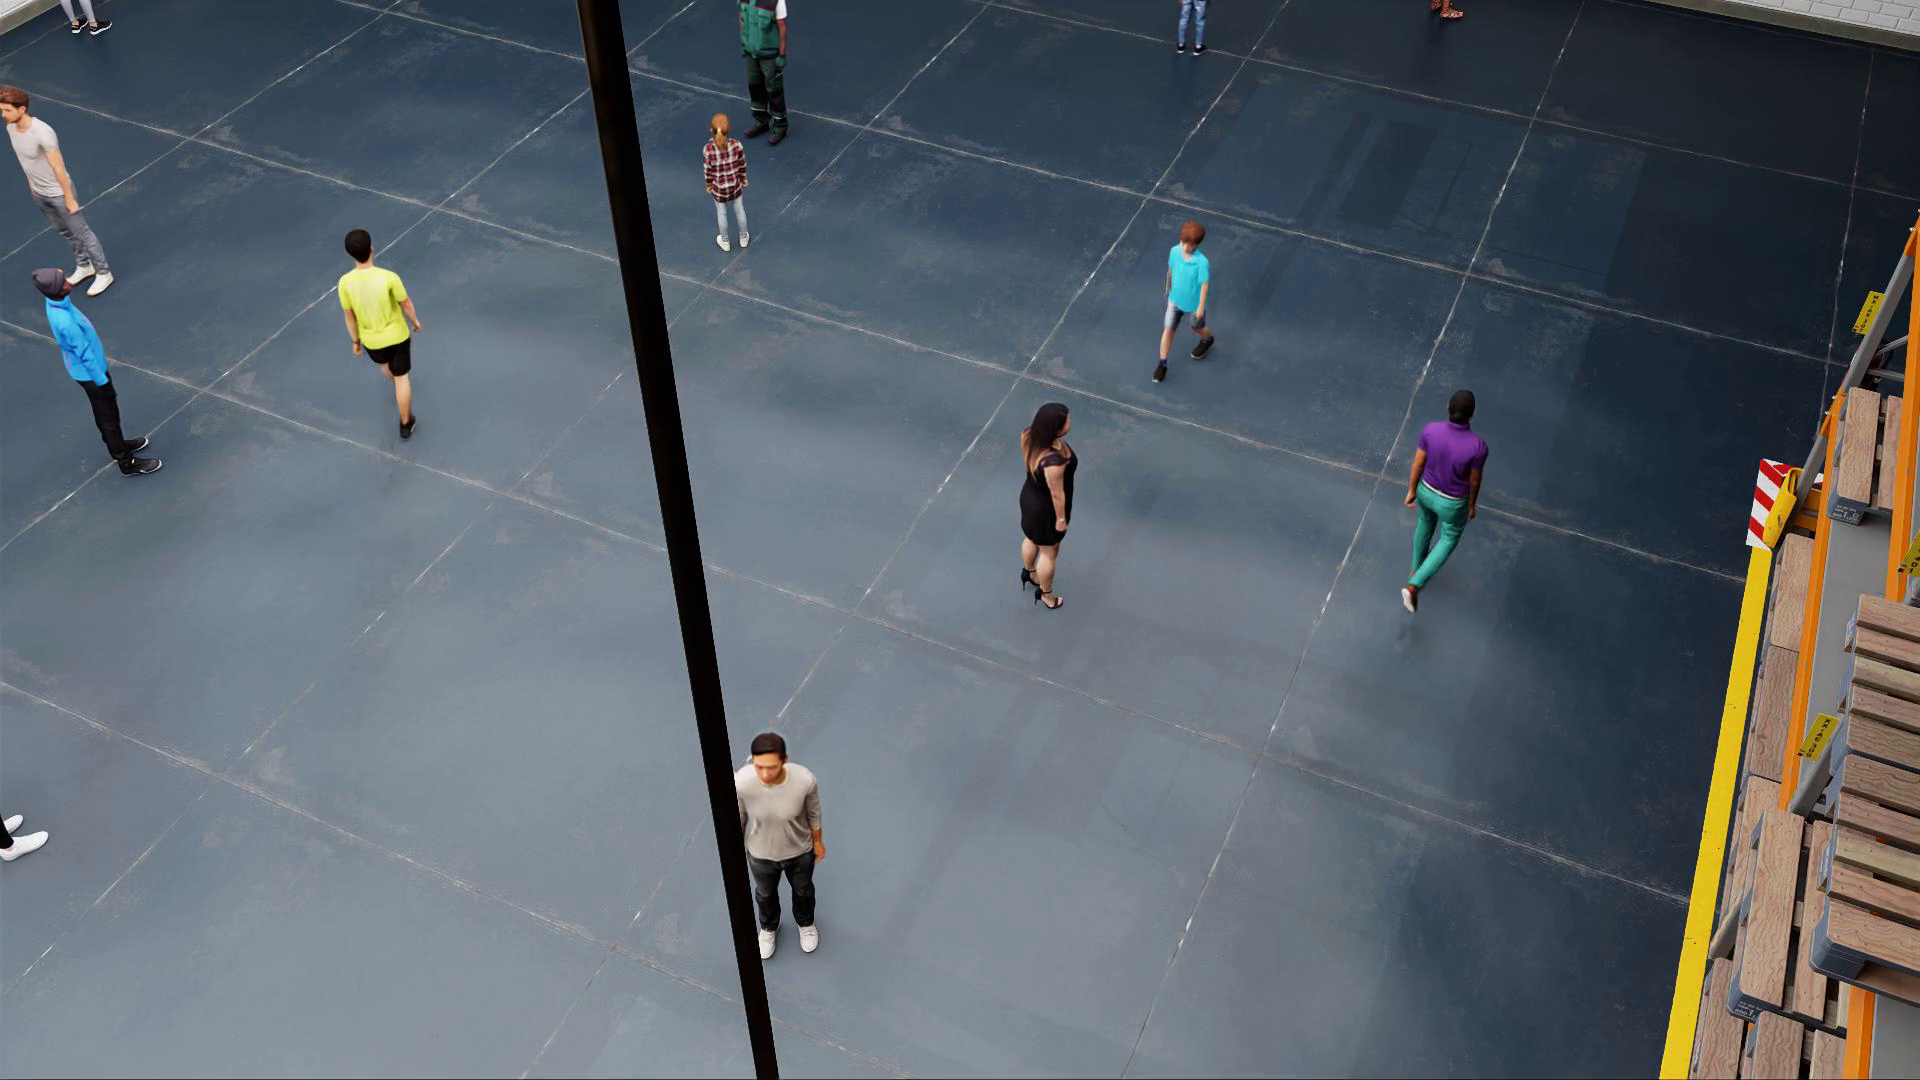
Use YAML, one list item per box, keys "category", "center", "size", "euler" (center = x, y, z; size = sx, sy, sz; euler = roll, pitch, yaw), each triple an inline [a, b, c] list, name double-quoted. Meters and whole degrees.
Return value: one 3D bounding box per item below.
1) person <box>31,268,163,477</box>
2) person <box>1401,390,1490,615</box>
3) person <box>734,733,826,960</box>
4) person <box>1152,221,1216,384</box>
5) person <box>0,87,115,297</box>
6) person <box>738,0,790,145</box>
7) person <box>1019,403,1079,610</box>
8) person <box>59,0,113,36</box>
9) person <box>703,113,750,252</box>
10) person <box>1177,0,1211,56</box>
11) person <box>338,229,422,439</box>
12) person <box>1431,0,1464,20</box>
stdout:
- category: "person"
  center: [-6.426, -1.243, 12.257]
  size: [0.695, 1.794, 0.691]
  euler: [-28, 50, -26]
- category: "person"
  center: [3.225, -0.236, 11.233]
  size: [0.777, 1.750, 1.038]
  euler: [29, 51, 27]
- category: "person"
  center: [-0.994, 1.664, 9.193]
  size: [0.736, 1.811, 0.727]
  euler: [-4, 44, -4]
- category: "person"
  center: [1.860, -1.977, 13.298]
  size: [0.676, 1.422, 1.005]
  euler: [29, 51, 27]
- category: "person"
  center: [-7.620, -2.959, 13.986]
  size: [0.645, 1.895, 0.551]
  euler: [19, 47, 19]
- category: "person"
  center: [-1.866, -4.669, 15.822]
  size: [0.714, 1.839, 0.644]
  euler: [24, 49, 23]
- category: "person"
  center: [0.573, -0.237, 11.257]
  size: [0.801, 1.718, 0.752]
  euler: [-17, 46, -17]
- category: "person"
  center: [-9.479, -6.170, 17.479]
  size: [0.601, 1.726, 0.594]
  euler: [9, 44, 9]
- category: "person"
  center: [-2.053, -3.146, 14.610]
  size: [0.617, 1.305, 0.674]
  euler: [-13, 45, -13]
- category: "person"
  center: [2.444, -5.669, 17.294]
  size: [0.513, 1.255, 0.490]
  euler: [15, 46, 15]
- category: "person"
  center: [-4.380, -1.524, 12.647]
  size: [1.007, 1.663, 1.167]
  euler: [-6, 44, -6]
- category: "person"
  center: [5.319, -6.440, 17.767]
  size: [0.727, 1.719, 0.651]
  euler: [-10, 45, -11]
